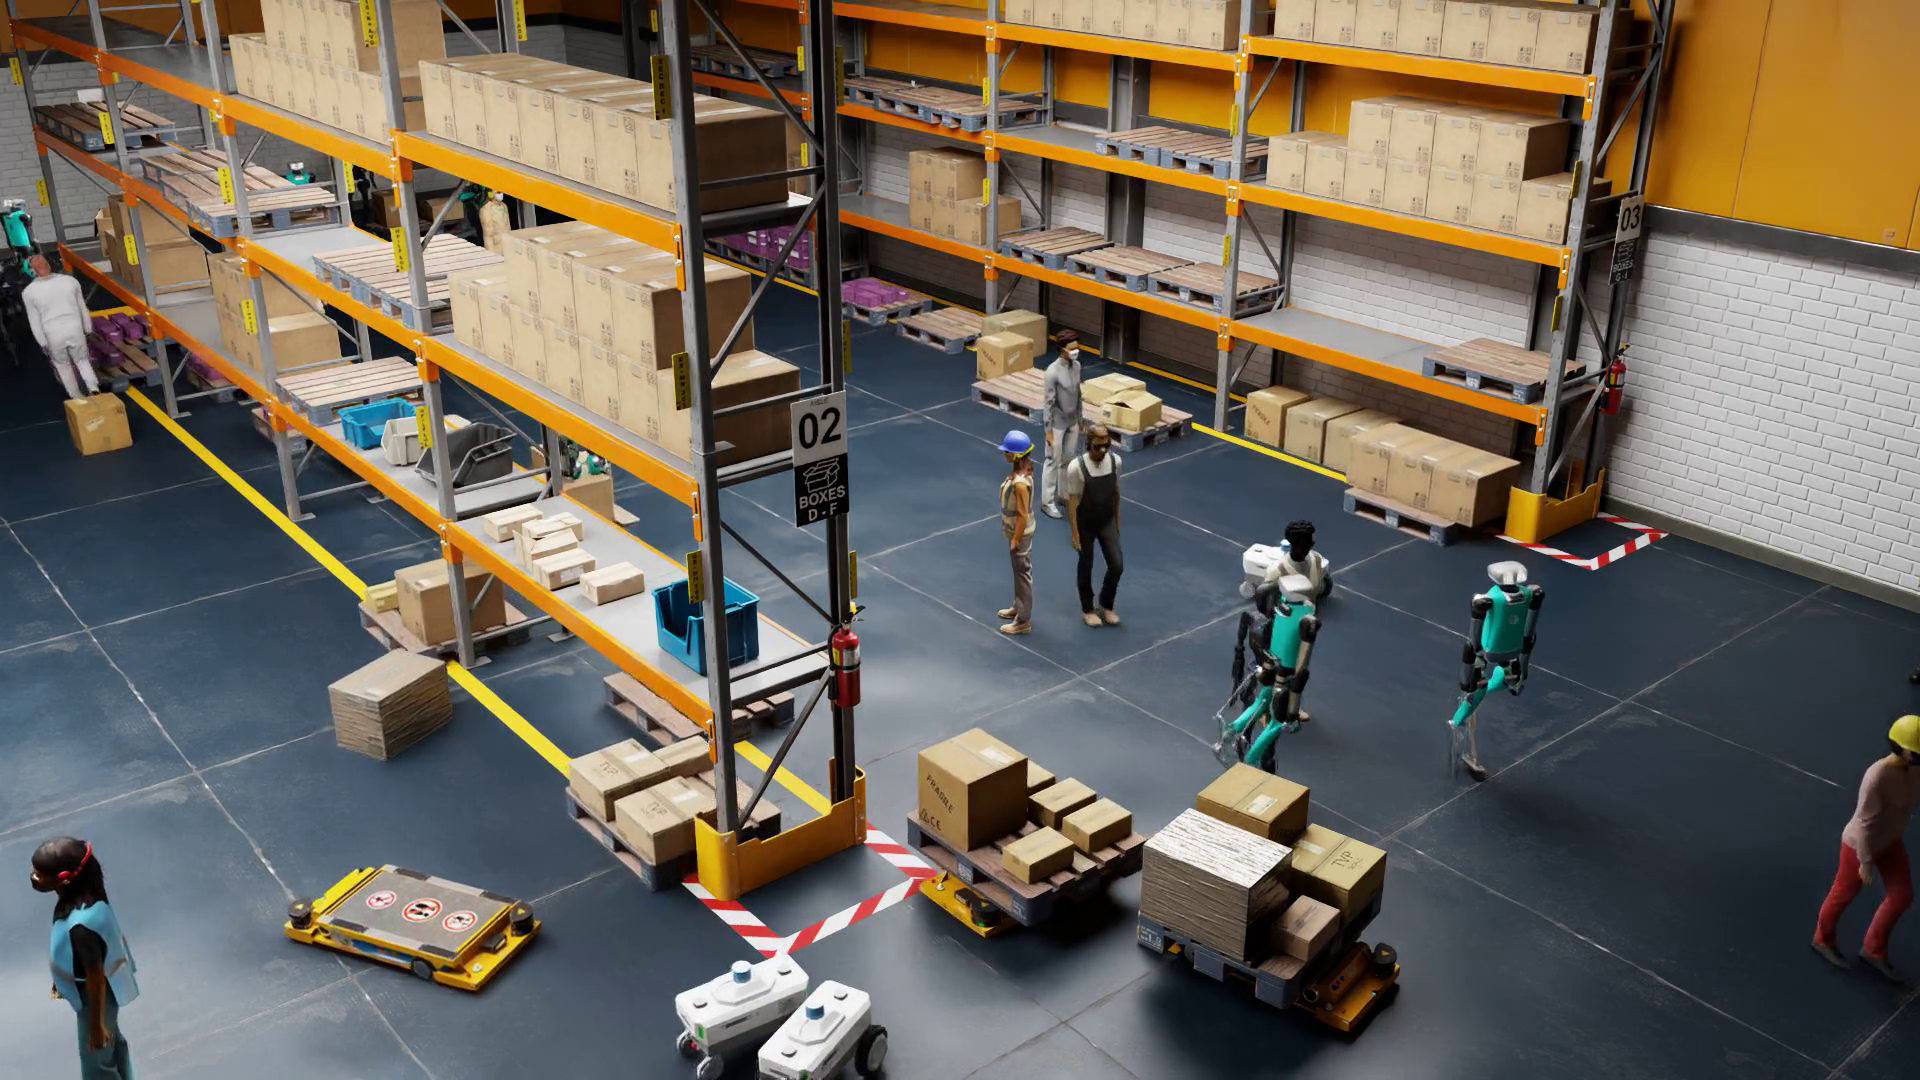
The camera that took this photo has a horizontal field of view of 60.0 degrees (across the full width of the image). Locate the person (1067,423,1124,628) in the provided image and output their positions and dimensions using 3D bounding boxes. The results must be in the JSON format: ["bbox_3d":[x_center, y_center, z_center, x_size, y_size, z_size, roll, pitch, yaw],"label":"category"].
[{"bbox_3d":[1.149,-0.091,13.887,0.518,1.829,0.512,-8,25,-19],"label":"person"}]

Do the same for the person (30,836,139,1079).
[{"bbox_3d":[-4.349,2.296,8.321,0.451,1.863,0.534,-12,26,-25],"label":"person"}]

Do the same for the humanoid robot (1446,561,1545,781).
[{"bbox_3d":[3.644,0.940,11.734,0.547,1.885,0.735,-7,24,-15],"label":"humanoid robot"}]

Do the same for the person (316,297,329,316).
[{"bbox_3d":[-8.041,-2.899,20.500,0.574,1.738,0.377,-17,29,-35],"label":"person"}]

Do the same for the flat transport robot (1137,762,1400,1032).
[{"bbox_3d":[1.844,2.435,10.004,1.431,0.231,0.659,18,29,35],"label":"flat transport robot"}]

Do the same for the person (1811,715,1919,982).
[{"bbox_3d":[5.357,1.794,9.614,0.549,1.741,0.634,-12,26,-26],"label":"person"}]

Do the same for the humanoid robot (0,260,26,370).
[{"bbox_3d":[-11.918,-2.952,20.781,0.609,1.634,0.701,-9,25,-20],"label":"humanoid robot"}]

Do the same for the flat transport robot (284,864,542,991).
[{"bbox_3d":[-3.360,2.347,10.208,1.431,0.231,0.659,9,25,20],"label":"flat transport robot"}]

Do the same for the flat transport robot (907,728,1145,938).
[{"bbox_3d":[0.492,2.095,10.792,1.431,0.231,0.659,-18,29,-36],"label":"flat transport robot"}]

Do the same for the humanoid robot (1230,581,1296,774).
[{"bbox_3d":[2.107,1.048,11.443,0.329,1.649,0.588,-20,30,-38],"label":"humanoid robot"}]

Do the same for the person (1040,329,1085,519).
[{"bbox_3d":[0.988,-1.156,16.278,0.386,1.891,0.547,21,31,40],"label":"person"}]

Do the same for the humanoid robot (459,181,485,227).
[{"bbox_3d":[-7.950,-5.826,27.320,1.037,1.747,0.548,11,26,24],"label":"humanoid robot"}]

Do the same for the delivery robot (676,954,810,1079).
[{"bbox_3d":[-1.179,2.613,9.252,0.804,0.610,0.499,-15,27,-30],"label":"delivery robot"}]

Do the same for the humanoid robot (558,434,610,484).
[{"bbox_3d":[-3.576,-0.759,15.521,0.545,1.741,0.772,-19,30,-38],"label":"humanoid robot"}]

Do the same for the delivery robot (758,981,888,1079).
[{"bbox_3d":[-0.772,2.722,8.960,0.499,0.580,0.769,12,26,25],"label":"delivery robot"}]

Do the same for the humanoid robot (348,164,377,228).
[{"bbox_3d":[-10.091,-6.018,27.810,0.612,1.643,0.432,-16,28,-32],"label":"humanoid robot"}]

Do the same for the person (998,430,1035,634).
[{"bbox_3d":[0.473,-0.067,13.902,0.311,1.771,0.470,0,23,1],"label":"person"}]

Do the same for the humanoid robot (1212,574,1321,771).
[{"bbox_3d":[1.991,1.106,11.248,0.735,1.793,0.533,-7,24,-16],"label":"humanoid robot"}]

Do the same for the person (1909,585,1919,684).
[{"bbox_3d":[7.790,0.265,12.952,0.547,1.923,0.386,18,29,35],"label":"person"}]

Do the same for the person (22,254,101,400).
[{"bbox_3d":[-10.262,-2.345,19.044,0.681,1.875,0.572,-20,30,-38],"label":"person"}]

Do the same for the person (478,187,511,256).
[{"bbox_3d":[-6.354,-3.995,22.870,0.403,1.877,0.553,8,25,19],"label":"person"}]

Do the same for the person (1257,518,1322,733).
[{"bbox_3d":[2.468,0.622,12.403,0.538,1.693,0.318,-15,28,-31],"label":"person"}]

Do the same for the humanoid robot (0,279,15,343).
[{"bbox_3d":[-12.705,-3.419,21.774,0.601,1.651,0.325,12,26,26],"label":"humanoid robot"}]

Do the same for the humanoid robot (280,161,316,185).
[{"bbox_3d":[-10.044,-4.889,25.193,0.532,1.771,1.022,-16,28,-33],"label":"humanoid robot"}]

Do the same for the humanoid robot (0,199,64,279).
[{"bbox_3d":[-12.447,-3.780,22.494,0.534,1.755,0.706,9,25,21],"label":"humanoid robot"}]

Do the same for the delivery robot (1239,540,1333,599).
[{"bbox_3d":[2.857,0.293,14.596,0.790,0.589,0.499,14,27,30],"label":"delivery robot"}]
